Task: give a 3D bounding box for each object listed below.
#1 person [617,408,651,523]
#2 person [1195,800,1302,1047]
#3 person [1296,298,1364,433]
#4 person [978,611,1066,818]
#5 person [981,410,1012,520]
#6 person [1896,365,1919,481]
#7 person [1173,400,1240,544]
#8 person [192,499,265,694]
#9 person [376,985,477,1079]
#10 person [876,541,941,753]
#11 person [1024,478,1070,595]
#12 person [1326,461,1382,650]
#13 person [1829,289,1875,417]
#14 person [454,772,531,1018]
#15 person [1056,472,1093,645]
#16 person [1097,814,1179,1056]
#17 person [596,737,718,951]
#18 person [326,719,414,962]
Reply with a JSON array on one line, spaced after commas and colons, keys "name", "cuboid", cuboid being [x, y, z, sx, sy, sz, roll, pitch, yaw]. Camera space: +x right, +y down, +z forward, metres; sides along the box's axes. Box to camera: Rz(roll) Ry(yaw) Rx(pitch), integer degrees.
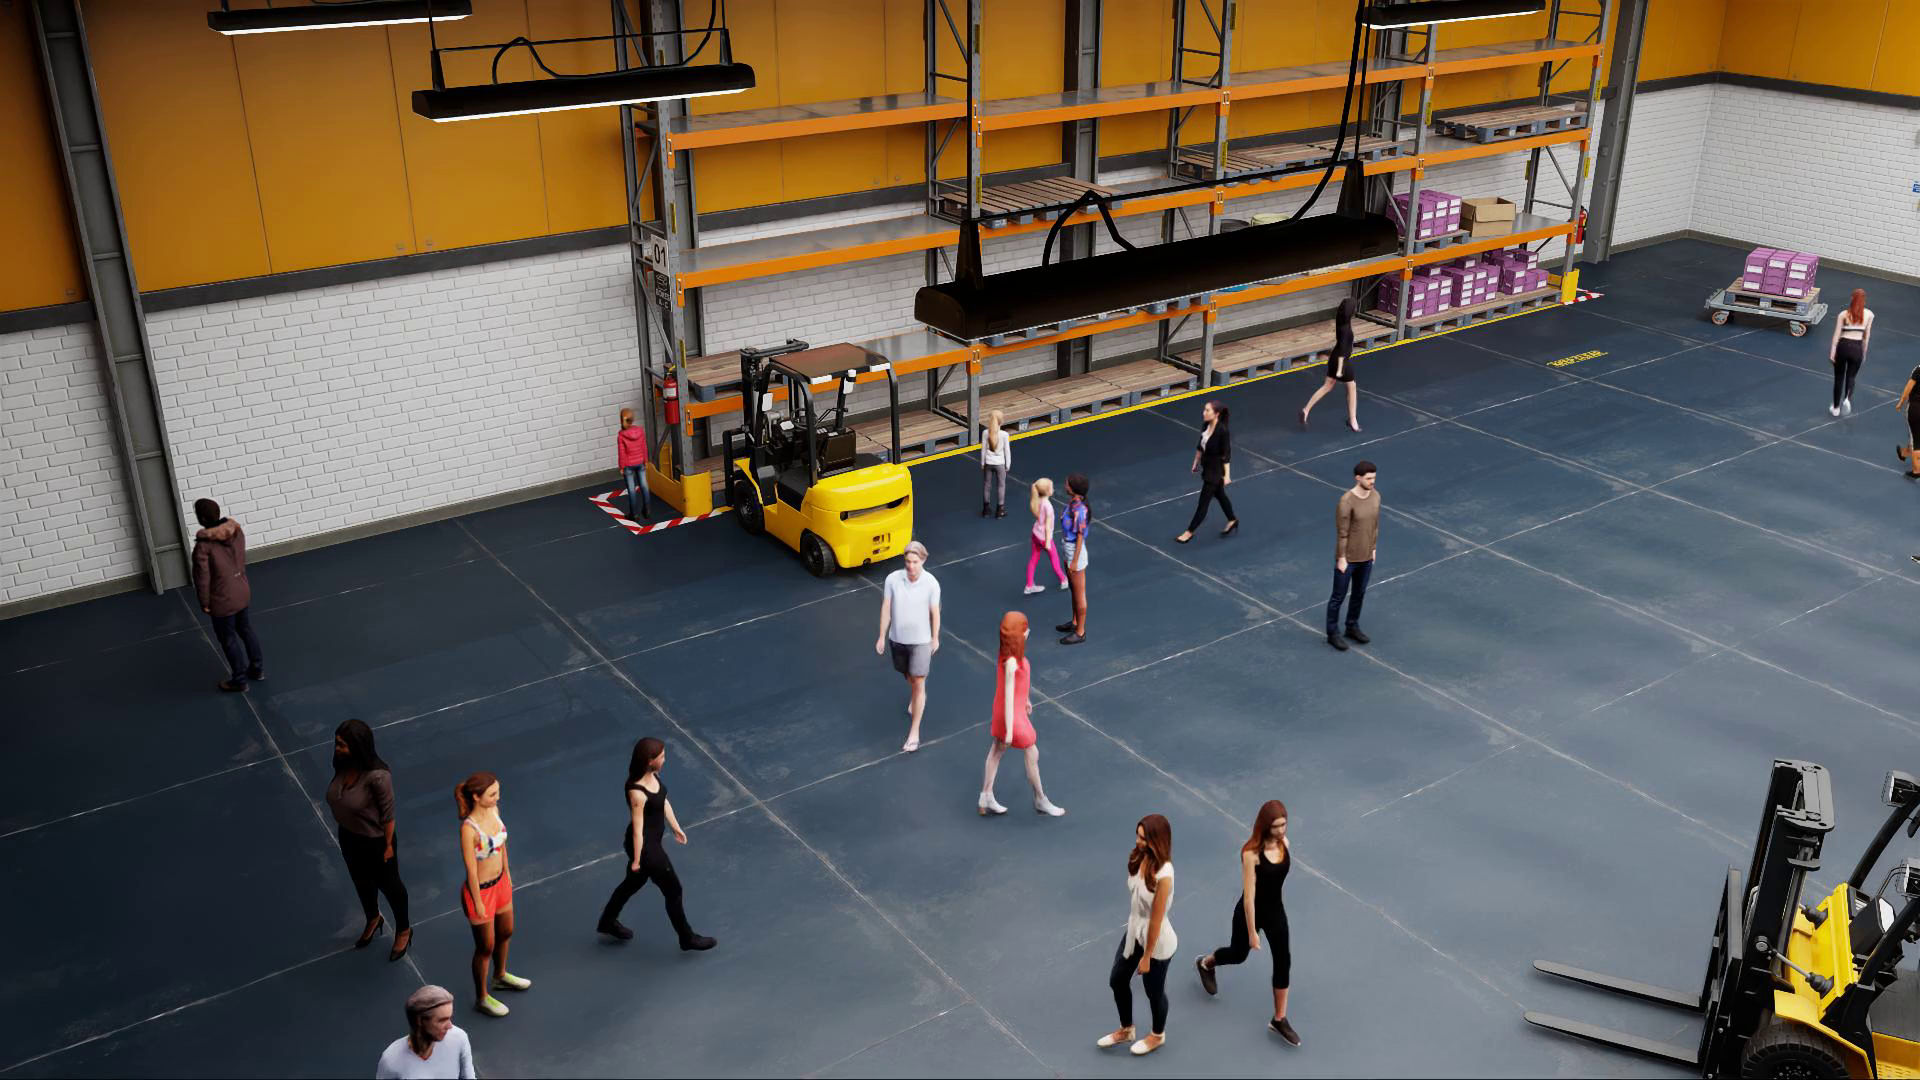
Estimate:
[{"name": "person", "cuboid": [-3.673, -0.852, 18.760, 0.421, 1.314, 0.560, -16, 28, -33]}, {"name": "person", "cuboid": [1.874, 2.410, 10.830, 1.075, 1.690, 0.687, -12, 26, -26]}, {"name": "person", "cuboid": [4.768, -2.214, 21.315, 1.175, 1.765, 0.991, -1, 24, -2]}, {"name": "person", "cuboid": [0.301, 1.393, 13.016, 1.038, 1.802, 0.911, -2, 24, -4]}, {"name": "person", "cuboid": [0.390, -0.859, 18.822, 0.586, 1.277, 0.638, 7, 24, 15]}, {"name": "person", "cuboid": [11.536, -1.514, 19.889, 1.080, 1.623, 1.051, 1, 24, 1]}, {"name": "person", "cuboid": [2.839, -0.730, 18.118, 1.152, 1.606, 0.791, -9, 25, -20]}, {"name": "person", "cuboid": [-6.626, 0.485, 15.042, 0.923, 1.843, 0.837, 7, 25, 16]}, {"name": "person", "cuboid": [-2.864, 3.193, 8.823, 0.456, 1.861, 0.927, -10, 25, -21]}, {"name": "person", "cuboid": [-0.397, 0.819, 14.333, 1.105, 1.800, 1.250, 7, 25, 17]}, {"name": "person", "cuboid": [0.791, -0.024, 16.946, 0.858, 1.251, 0.599, -10, 26, -22]}, {"name": "person", "cuboid": [3.747, 0.120, 15.823, 0.527, 1.887, 0.722, -13, 27, -27]}, {"name": "person", "cuboid": [11.685, -2.418, 21.819, 0.879, 1.734, 0.960, 6, 24, 14]}, {"name": "person", "cuboid": [-3.134, 2.305, 10.958, 0.722, 1.779, 0.636, 9, 25, 19]}, {"name": "person", "cuboid": [1.113, 0.153, 15.927, 0.678, 1.743, 0.665, -2, 24, -4]}, {"name": "person", "cuboid": [1.273, 2.503, 10.514, 0.701, 1.771, 0.660, -11, 26, -24]}, {"name": "person", "cuboid": [-2.244, 2.127, 11.531, 1.155, 1.646, 0.944, 0, 24, -1]}, {"name": "person", "cuboid": [-4.071, 2.047, 11.470, 0.739, 1.842, 0.748, 12, 26, 26]}]
